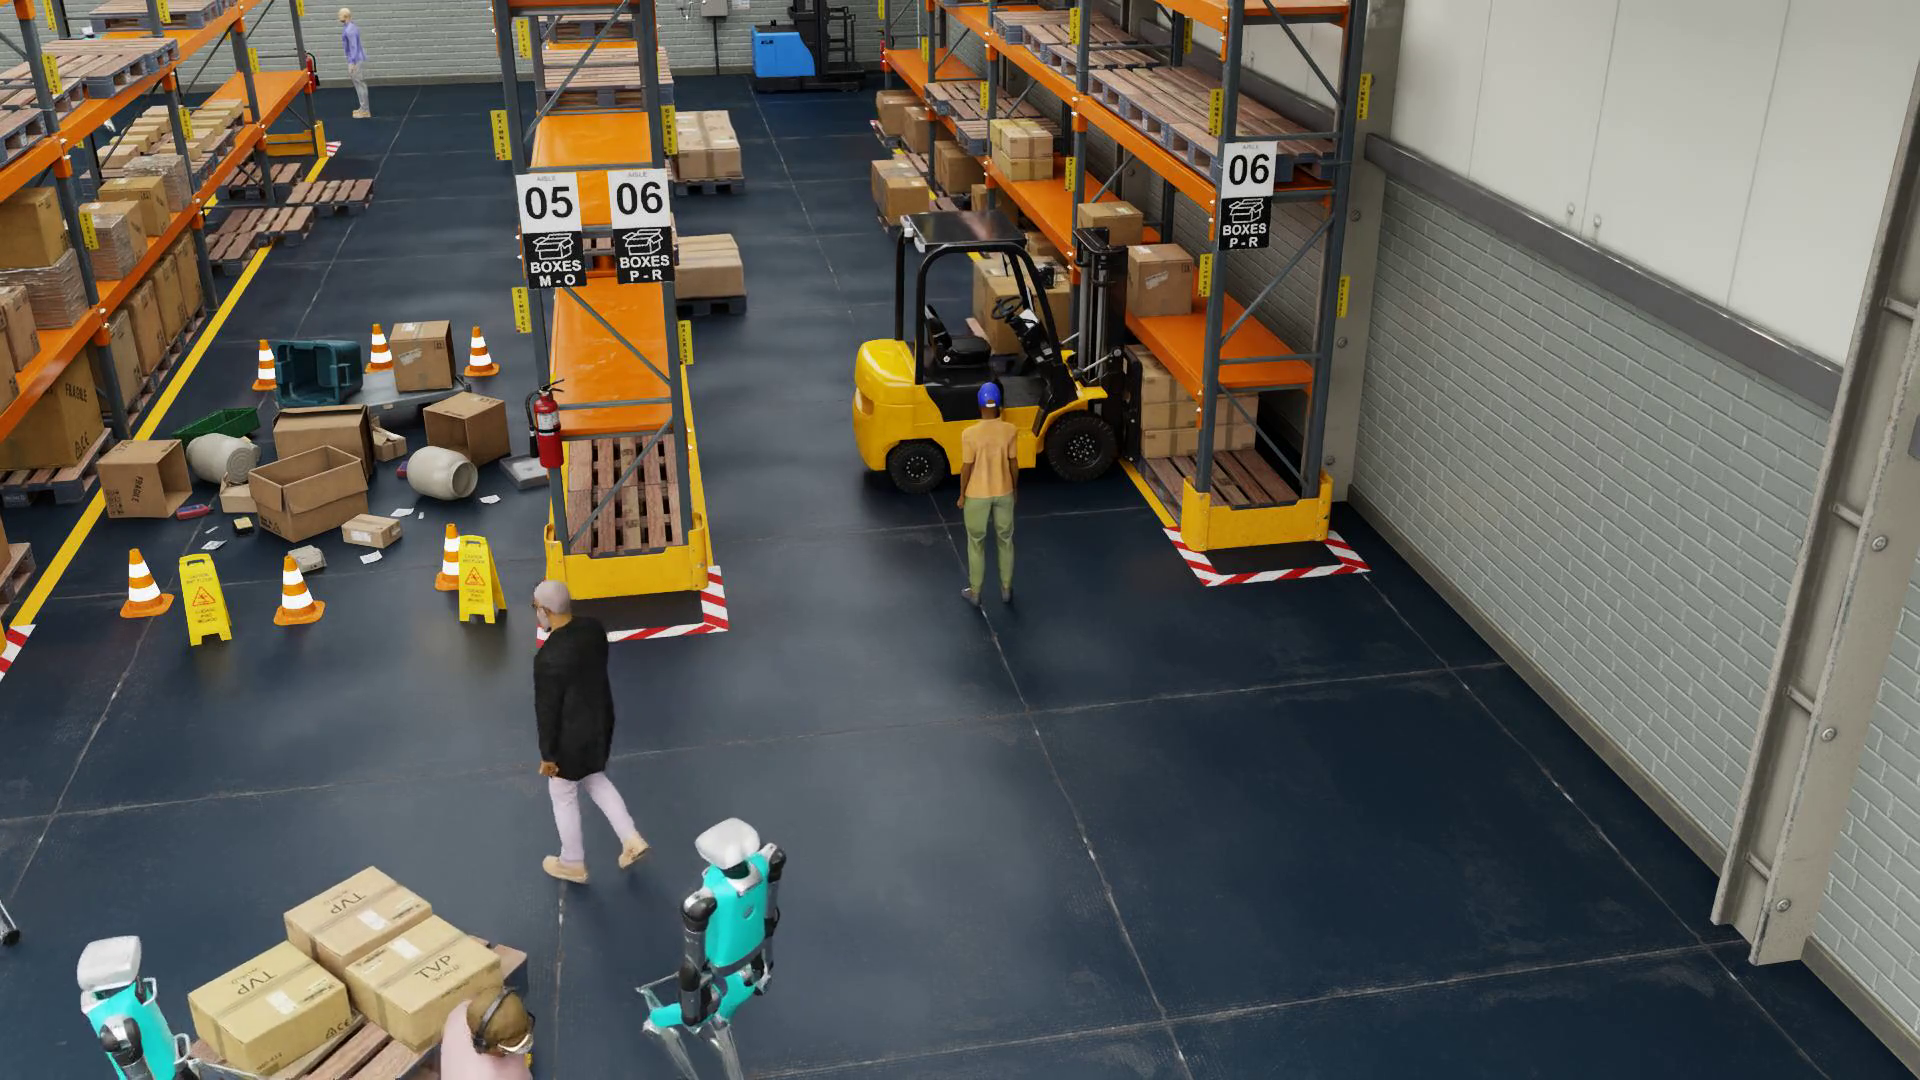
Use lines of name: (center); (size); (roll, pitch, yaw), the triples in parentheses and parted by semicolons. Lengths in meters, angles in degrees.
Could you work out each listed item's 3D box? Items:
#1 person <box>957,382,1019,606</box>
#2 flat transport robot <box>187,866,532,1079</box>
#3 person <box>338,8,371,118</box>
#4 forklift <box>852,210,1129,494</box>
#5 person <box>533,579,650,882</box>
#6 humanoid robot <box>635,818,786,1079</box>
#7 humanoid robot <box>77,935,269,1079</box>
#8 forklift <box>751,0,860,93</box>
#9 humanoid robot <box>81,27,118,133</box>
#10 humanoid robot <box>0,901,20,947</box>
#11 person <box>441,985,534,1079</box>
person: (0.201, -0.341, 12.164); (0.456, 1.717, 0.353); (-7, 26, -14)
flat transport robot: (-2.853, 2.461, 8.003); (1.431, 0.231, 0.659); (11, 28, 22)
person: (-10.253, -8.097, 28.225); (0.377, 1.797, 0.603); (-7, 26, -13)
forklift: (0.216, -1.659, 14.366); (2.313, 2.155, 1.214); (-5, 26, -10)
person: (-2.040, 1.070, 9.096); (0.553, 1.834, 0.596); (14, 29, 26)
humanoid robot: (-1.154, 1.939, 7.423); (0.808, 1.796, 0.543); (20, 32, 35)
humanoid robot: (-2.947, 2.290, 6.690); (0.752, 1.799, 0.530); (-13, 28, -24)
forklift: (-2.872, -9.679, 30.288); (1.873, 2.768, 1.129); (-5, 26, -10)
humanoid robot: (-14.054, -7.477, 27.056); (0.538, 1.746, 1.054); (-22, 33, -38)
humanoid robot: (-5.333, 1.380, 8.635); (0.845, 1.858, 0.566); (14, 29, 28)
person: (-1.772, 2.374, 6.322); (0.382, 1.903, 0.786); (-14, 29, -27)
